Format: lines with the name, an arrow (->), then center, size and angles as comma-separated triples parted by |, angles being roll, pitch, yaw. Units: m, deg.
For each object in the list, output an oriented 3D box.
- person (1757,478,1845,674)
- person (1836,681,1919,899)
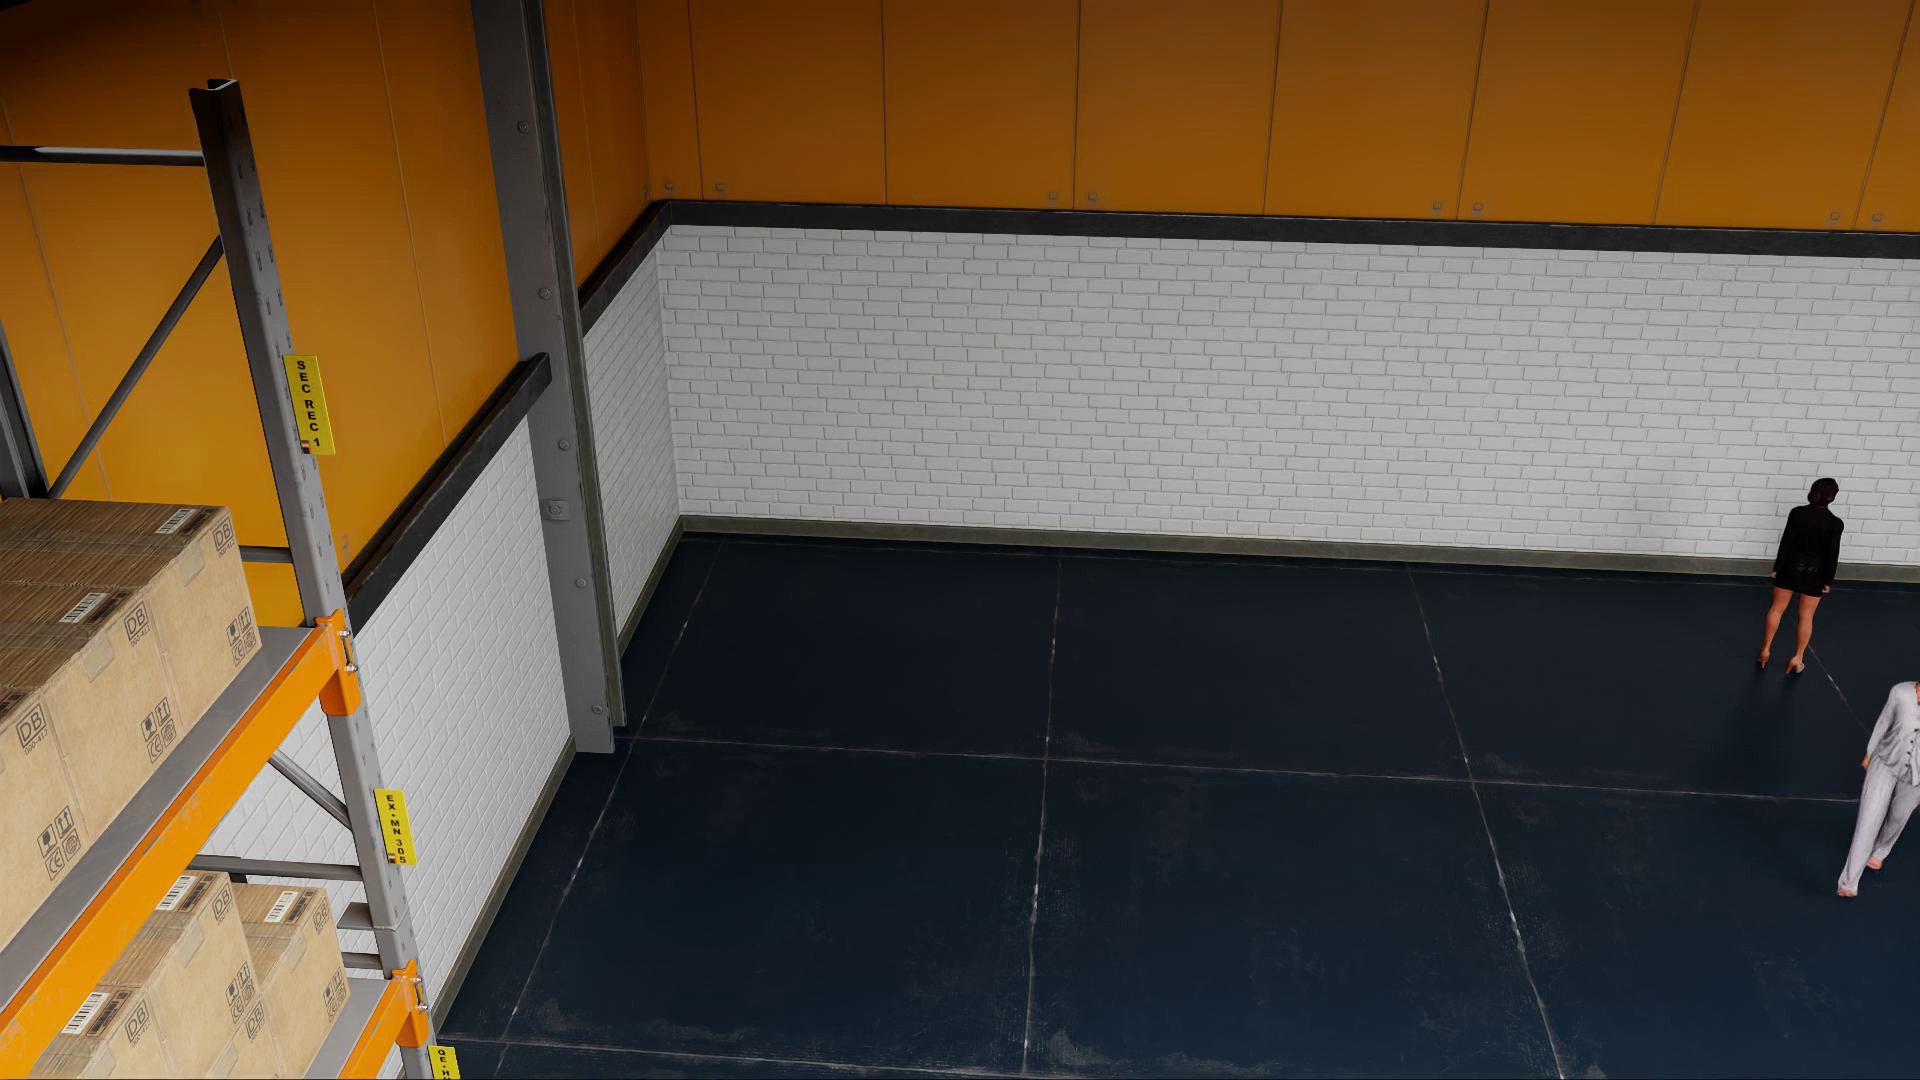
person -> 6.378, 0.268, 12.596 | 0.705, 1.640, 0.755 | 20, 34, 32
person -> 5.930, 1.405, 10.417 | 0.962, 1.730, 1.176 | 19, 34, 31
